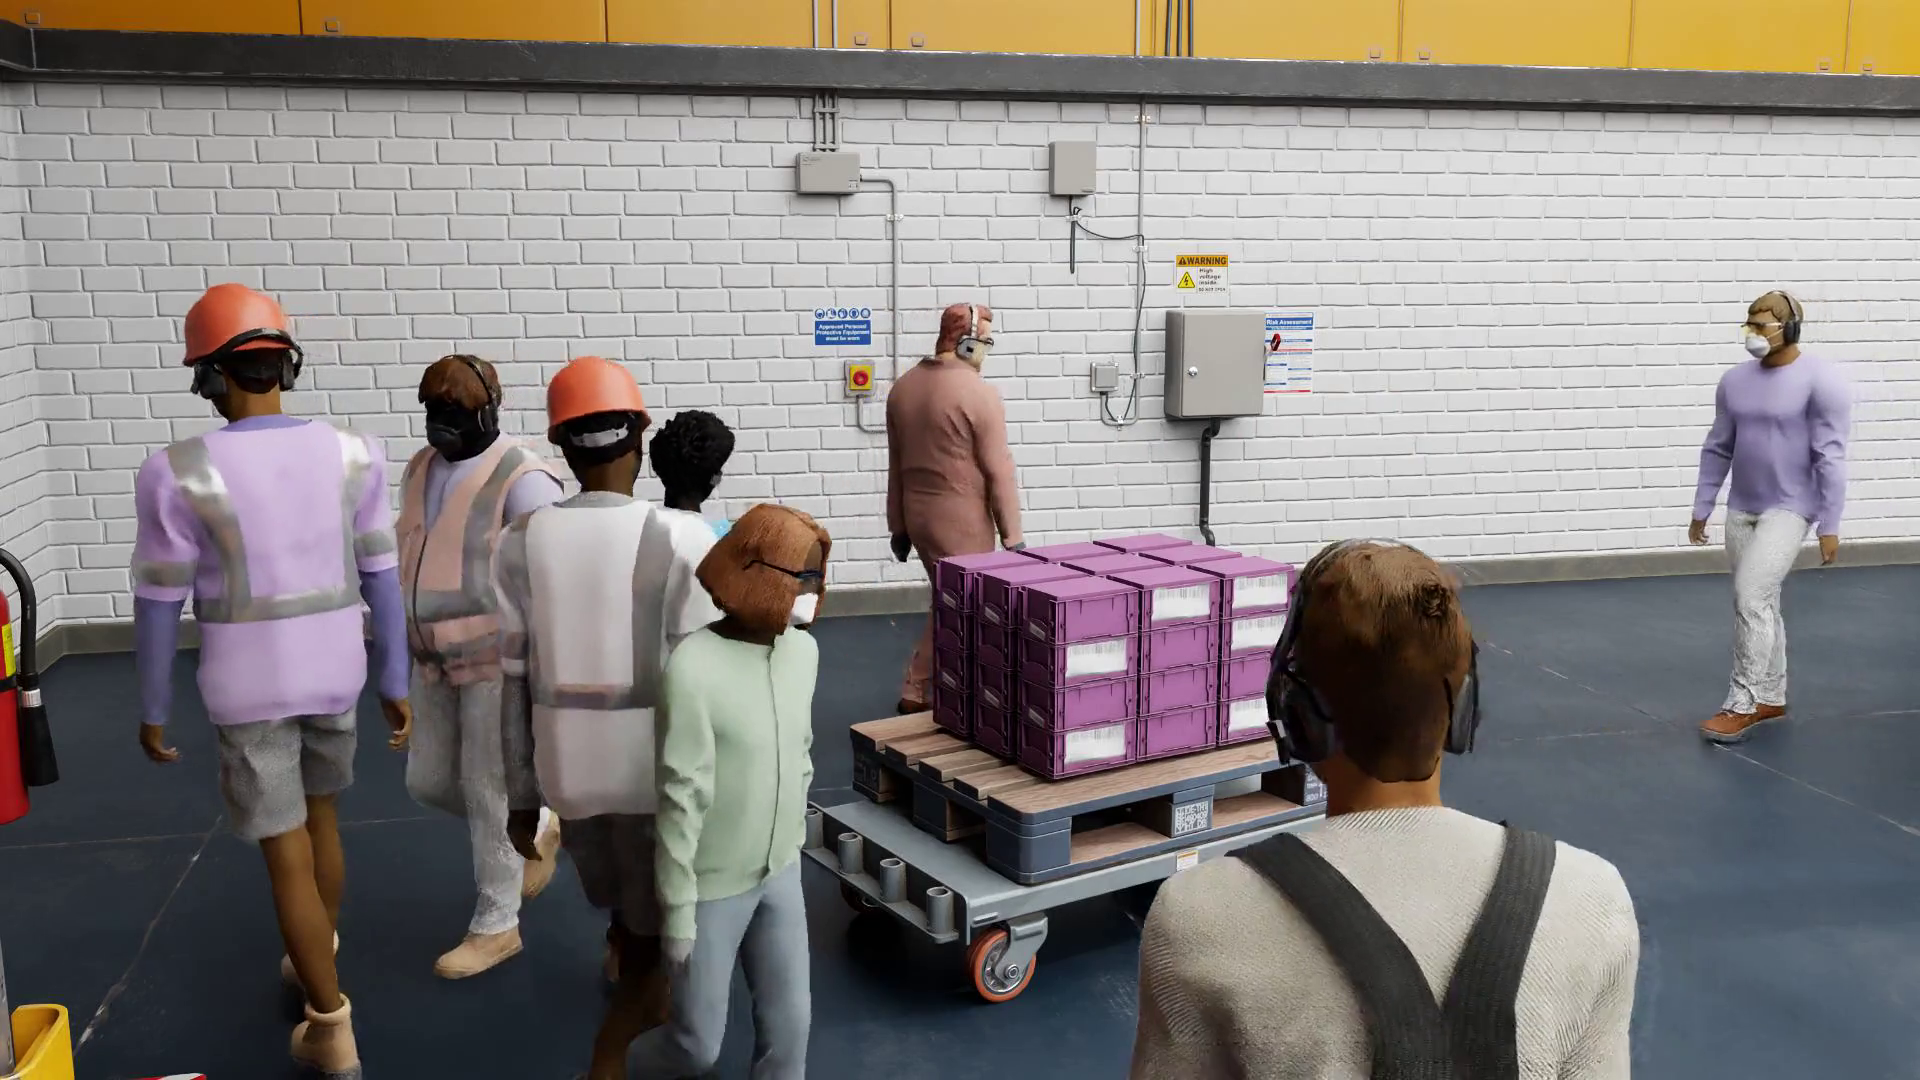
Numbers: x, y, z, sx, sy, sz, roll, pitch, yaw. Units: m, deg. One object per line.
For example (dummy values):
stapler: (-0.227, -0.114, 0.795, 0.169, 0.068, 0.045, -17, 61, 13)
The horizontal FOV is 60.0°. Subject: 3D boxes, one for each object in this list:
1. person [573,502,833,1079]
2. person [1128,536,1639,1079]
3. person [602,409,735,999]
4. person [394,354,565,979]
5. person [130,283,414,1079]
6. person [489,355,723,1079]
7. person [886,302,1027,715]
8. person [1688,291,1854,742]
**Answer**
person: (-0.530, 0.707, 3.512, 0.675, 1.604, 0.548, 6, 12, 32)
person: (0.418, 0.903, 1.808, 0.523, 1.822, 0.540, -2, 10, -12)
person: (-0.773, 0.476, 4.619, 0.550, 1.682, 0.598, -1, 10, -7)
person: (-1.381, 0.352, 4.919, 0.631, 1.815, 0.539, 7, 13, 35)
person: (-1.807, 0.359, 4.284, 0.793, 2.015, 0.612, 10, 14, 43)
person: (-0.783, 0.548, 3.666, 0.574, 1.885, 0.858, 3, 11, 17)
person: (-0.010, -0.051, 6.980, 0.422, 1.874, 0.666, -8, 13, -37)
person: (3.364, -0.093, 7.103, 0.761, 1.911, 0.655, -4, 11, -19)
